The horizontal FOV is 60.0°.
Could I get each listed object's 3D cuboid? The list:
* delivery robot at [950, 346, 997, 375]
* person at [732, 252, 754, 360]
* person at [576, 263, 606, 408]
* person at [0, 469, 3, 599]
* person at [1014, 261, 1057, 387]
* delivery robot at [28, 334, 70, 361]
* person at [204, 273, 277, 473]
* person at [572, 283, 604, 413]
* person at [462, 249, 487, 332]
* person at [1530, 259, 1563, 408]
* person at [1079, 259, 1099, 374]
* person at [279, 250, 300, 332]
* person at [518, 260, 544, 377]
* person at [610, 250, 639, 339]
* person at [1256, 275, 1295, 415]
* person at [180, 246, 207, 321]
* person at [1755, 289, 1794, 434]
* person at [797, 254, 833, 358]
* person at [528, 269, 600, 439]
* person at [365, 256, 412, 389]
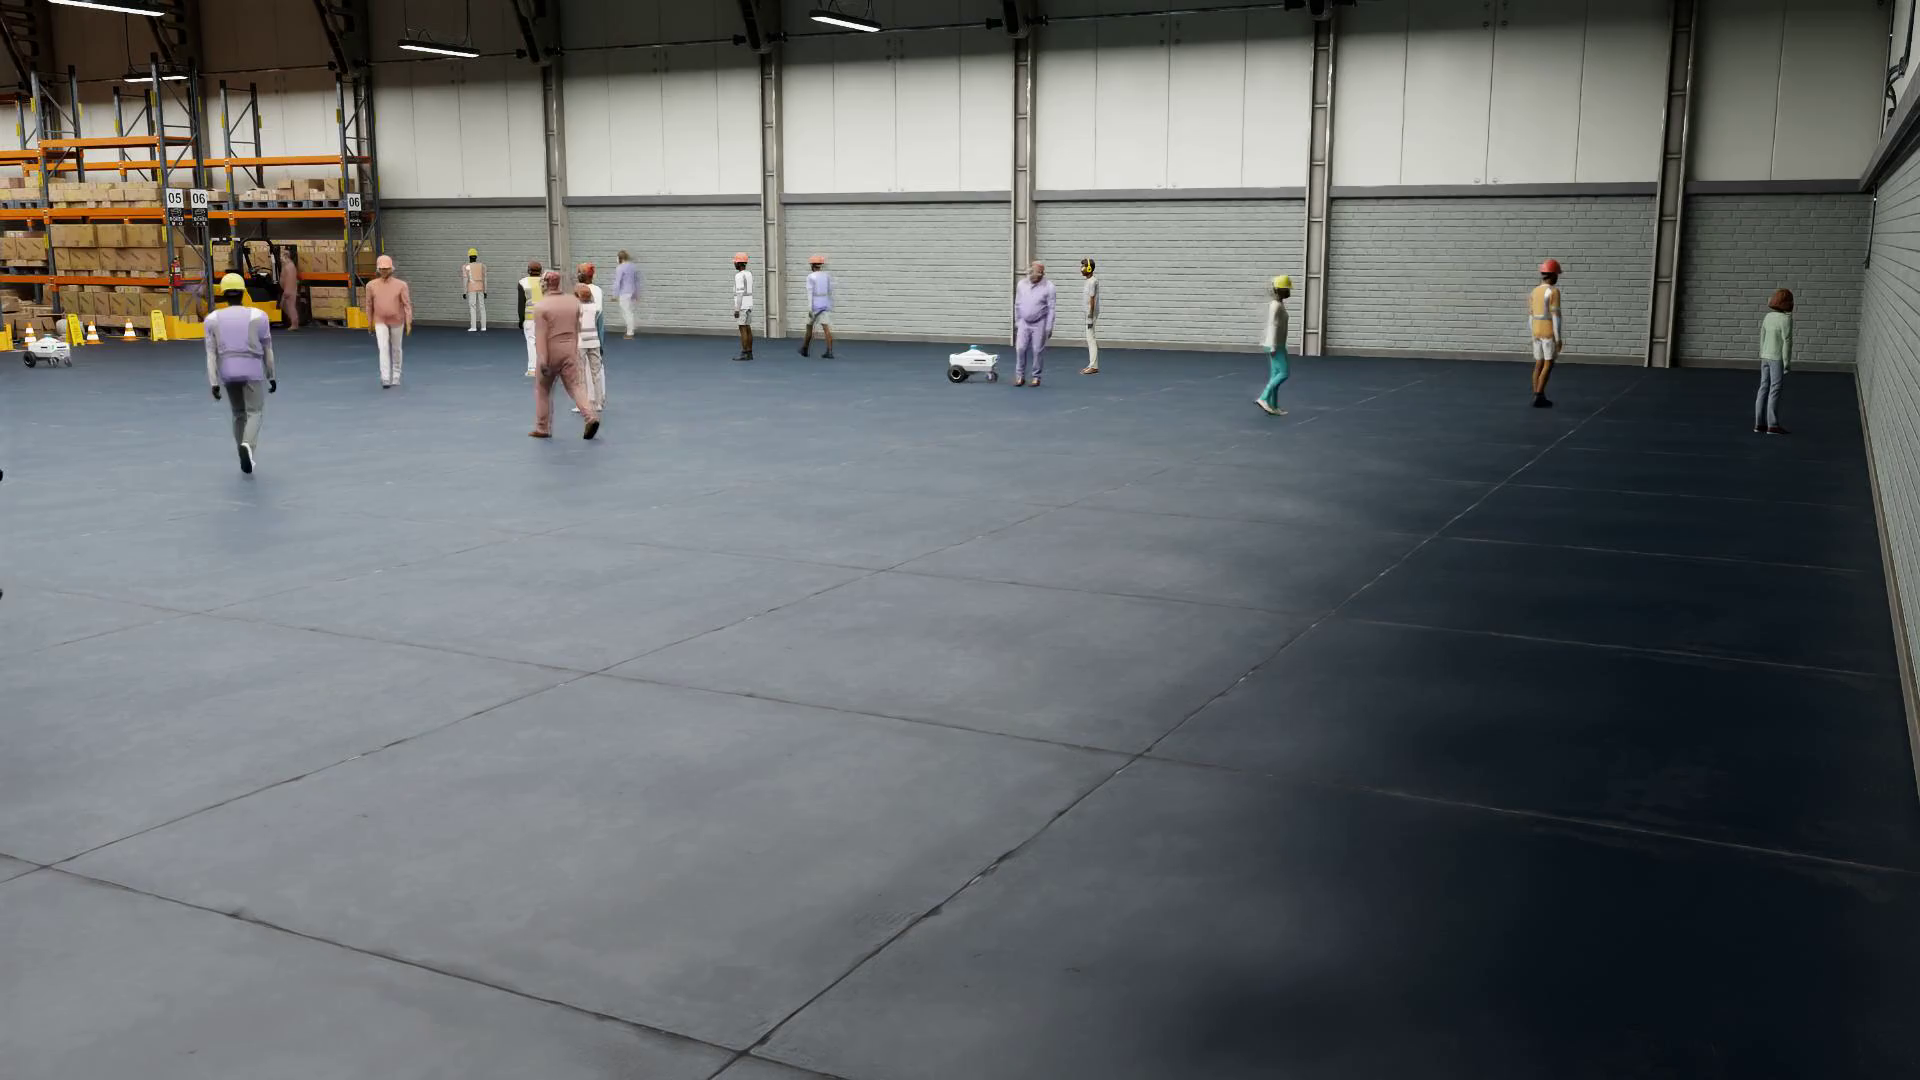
[{"bbox_3d":[0.212,-2.732,25.439,0.707,0.478,0.477,2,11,10],"label":"delivery robot"},{"bbox_3d":[-3.911,-4.193,29.878,0.352,1.942,0.545,3,11,14],"label":"person"},{"bbox_3d":[-4.829,-2.661,21.679,0.342,1.882,0.585,2,11,11],"label":"person"},{"bbox_3d":[-6.107,-0.461,9.963,0.999,1.781,0.643,4,11,22],"label":"person"},{"bbox_3d":[1.111,-3.186,24.608,0.676,1.861,0.556,4,11,22],"label":"person"},{"bbox_3d":[-15.511,-3.261,28.310,0.707,0.478,0.477,6,12,27],"label":"delivery robot"},{"bbox_3d":[-6.803,-1.566,15.694,0.575,1.896,0.805,-2,11,-8],"label":"person"},{"bbox_3d":[-4.748,-2.432,21.093,0.514,1.645,0.309,-7,13,-35],"label":"person"},{"bbox_3d":[-11.326,-5.827,38.829,0.585,1.928,0.369,-9,13,-39],"label":"person"},{"bbox_3d":[7.676,-2.695,21.757,0.381,1.944,0.545,-3,11,-15],"label":"person"},{"bbox_3d":[2.103,-3.619,26.977,0.312,1.863,0.510,0,10,-2],"label":"person"},{"bbox_3d":[-15.678,-5.806,38.794,0.428,1.891,0.675,-4,11,-23],"label":"person"},{"bbox_3d":[-6.739,-3.521,26.486,0.635,1.842,0.429,-7,12,-33],"label":"person"},{"bbox_3d":[-7.266,-5.321,36.088,0.510,1.917,0.647,3,11,14],"label":"person"},{"bbox_3d":[3.980,-2.415,20.711,0.358,1.755,0.525,3,11,15],"label":"person"},{"bbox_3d":[-17.472,-5.713,38.042,1.014,2.005,0.605,4,11,23],"label":"person"},{"bbox_3d":[9.264,-2.022,18.881,0.284,1.633,0.501,-1,10,-6],"label":"person"},{"bbox_3d":[-2.646,-4.283,30.519,0.558,1.880,1.012,-8,13,-37],"label":"person"},{"bbox_3d":[-4.394,-2.037,18.314,0.910,1.879,0.630,8,13,38],"label":"person"},{"bbox_3d":[-8.431,-3.219,24.579,0.638,1.941,1.020,-3,11,-16],"label":"person"}]
